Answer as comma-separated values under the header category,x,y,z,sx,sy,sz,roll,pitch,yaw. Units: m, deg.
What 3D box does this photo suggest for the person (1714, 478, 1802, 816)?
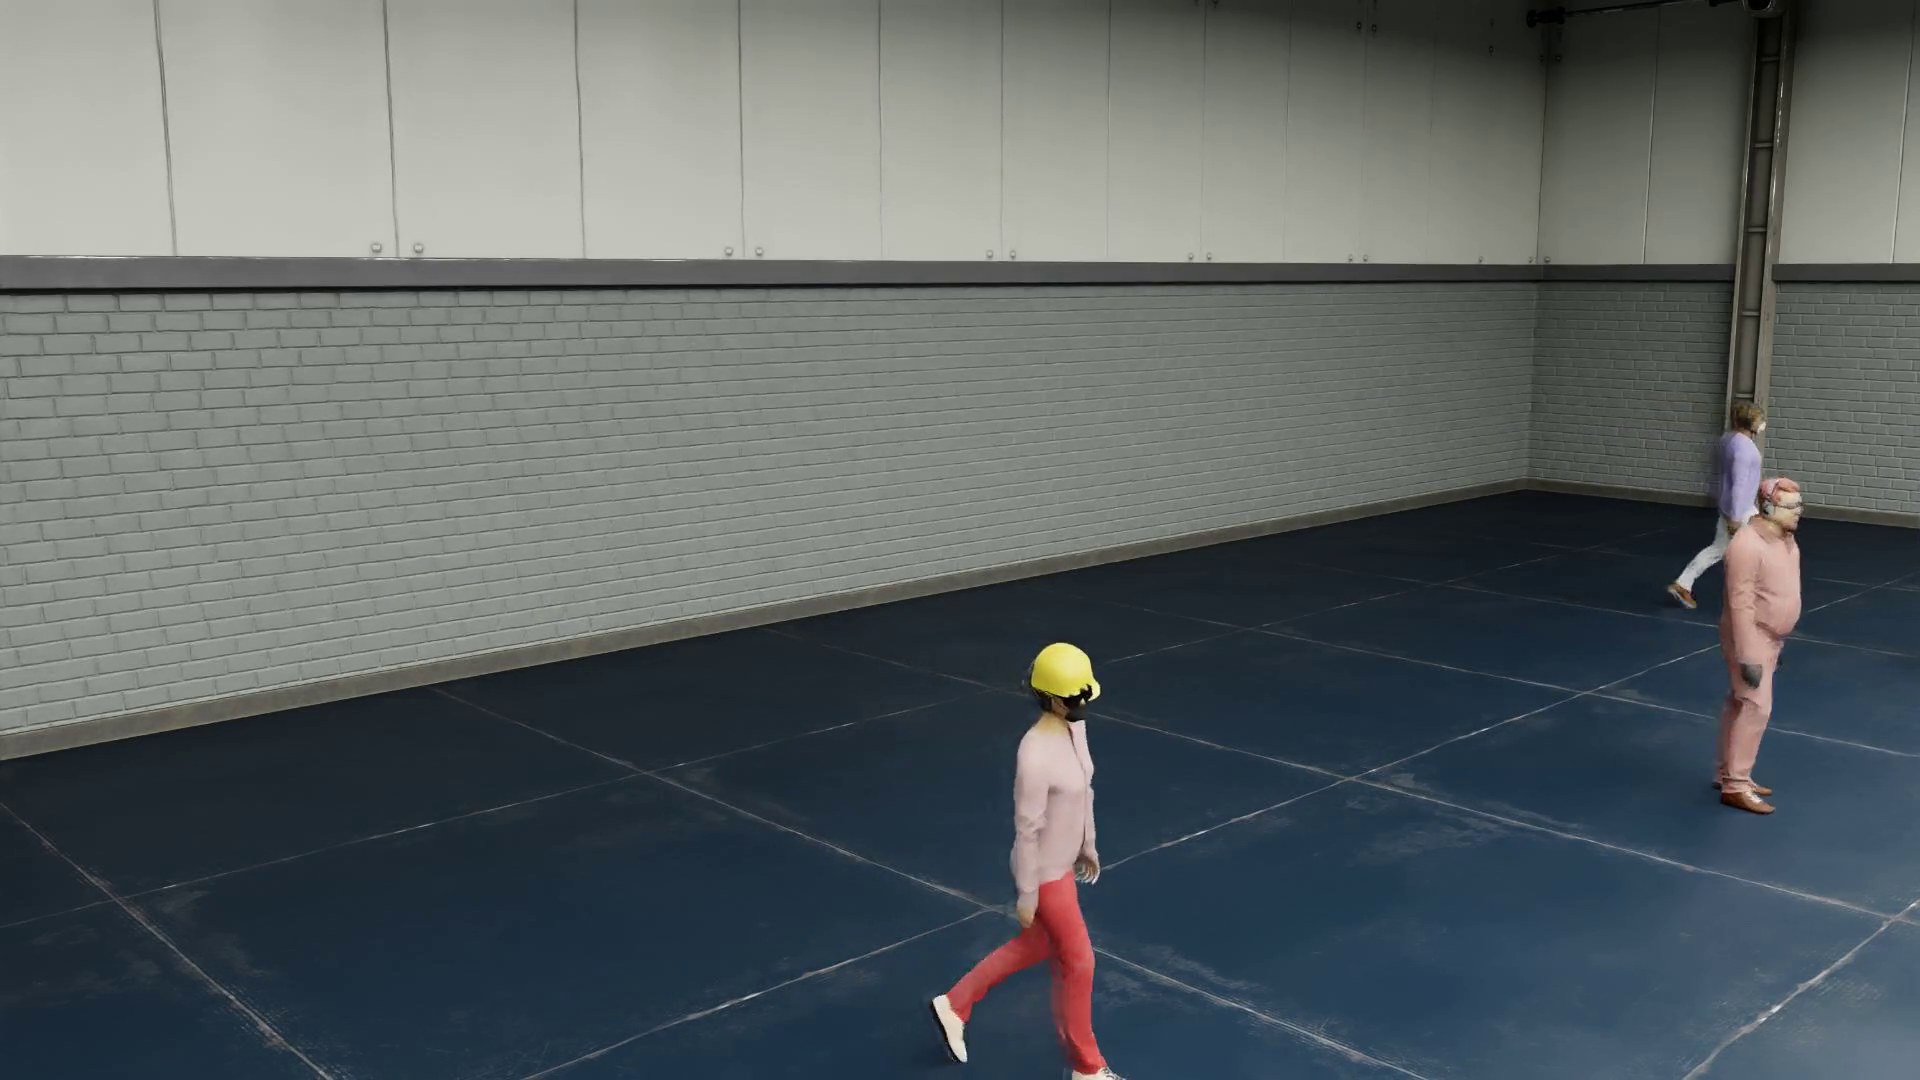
category,x,y,z,sx,sy,sz,roll,pitch,yaw
person,4.539,0.588,9.426,0.507,1.885,0.640,9,13,43

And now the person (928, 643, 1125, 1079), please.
category,x,y,z,sx,sy,sz,roll,pitch,yaw
person,0.261,1.192,6.122,0.791,1.728,0.529,3,10,18

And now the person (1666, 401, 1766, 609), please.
category,x,y,z,sx,sy,sz,roll,pitch,yaw
person,6.845,-0.284,14.748,0.952,1.911,0.628,2,9,12
